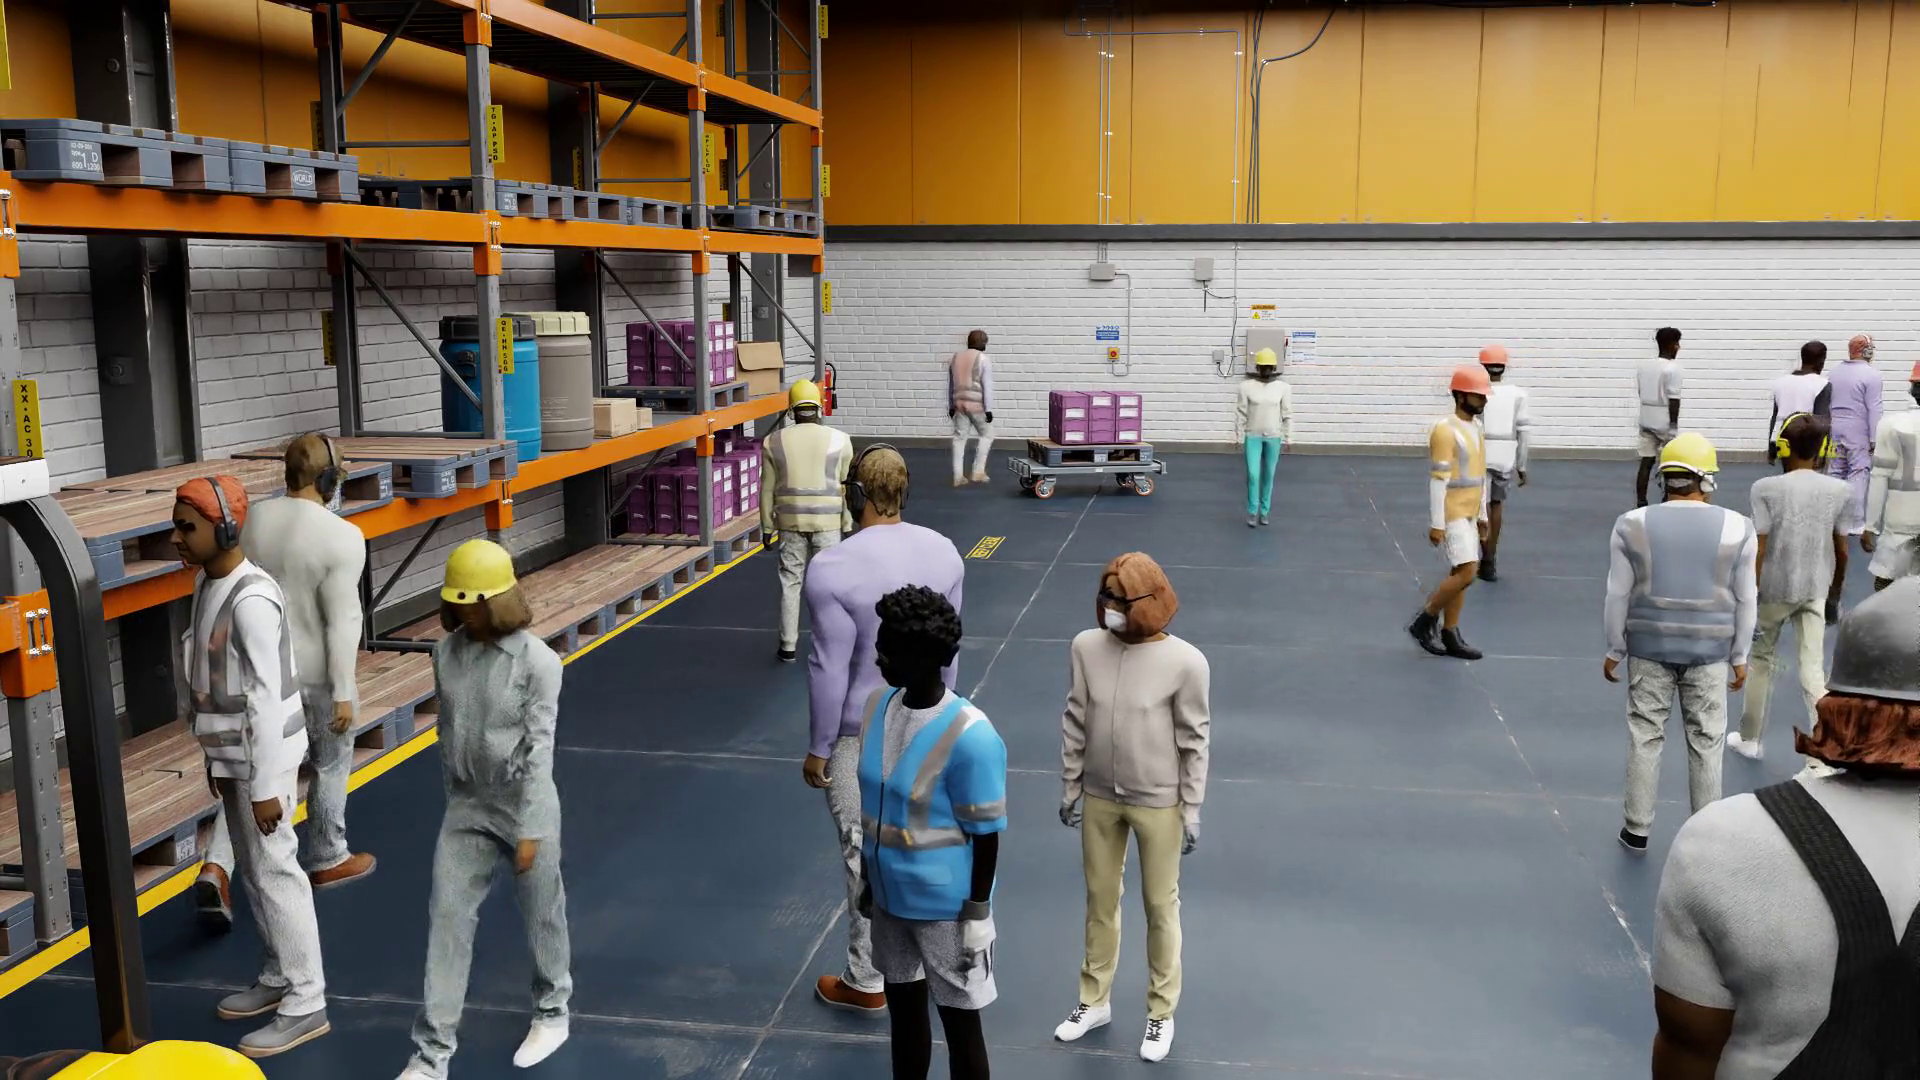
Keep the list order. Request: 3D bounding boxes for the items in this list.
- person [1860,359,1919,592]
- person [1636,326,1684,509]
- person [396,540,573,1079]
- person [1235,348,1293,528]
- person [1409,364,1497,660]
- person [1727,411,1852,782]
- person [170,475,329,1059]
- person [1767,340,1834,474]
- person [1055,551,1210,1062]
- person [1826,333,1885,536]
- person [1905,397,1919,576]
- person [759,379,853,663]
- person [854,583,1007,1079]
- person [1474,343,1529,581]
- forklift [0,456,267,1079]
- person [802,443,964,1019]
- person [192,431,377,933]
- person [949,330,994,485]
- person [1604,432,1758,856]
[{"bbox_3d":[5.770,-0.102,9.935,0.628,2.023,0.624,1,9,4],"label":"person"},{"bbox_3d":[7.053,-1.153,16.610,0.644,1.946,0.620,-3,10,-18],"label":"person"},{"bbox_3d":[-1.448,0.851,5.023,0.488,1.704,0.805,3,10,19],"label":"person"},{"bbox_3d":[2.975,-0.982,16.189,0.547,1.741,0.711,0,9,1],"label":"person"},{"bbox_3d":[3.227,-0.170,10.679,0.392,1.923,0.541,7,12,39],"label":"person"},{"bbox_3d":[4.128,0.279,8.216,0.538,1.827,0.968,1,9,5],"label":"person"},{"bbox_3d":[-2.299,0.718,5.370,0.369,1.873,0.593,-6,11,-35],"label":"person"},{"bbox_3d":[7.471,-0.847,14.942,0.747,1.888,0.623,-3,10,-19],"label":"person"},{"bbox_3d":[0.546,0.840,5.319,0.498,1.633,0.281,6,11,31],"label":"person"},{"bbox_3d":[8.520,-1.000,15.816,0.409,1.913,0.648,-3,10,-15],"label":"person"},{"bbox_3d":[7.537,-0.491,12.824,0.534,1.864,0.309,6,11,33],"label":"person"},{"bbox_3d":[-0.979,-0.115,10.669,0.609,1.821,0.415,0,9,-1],"label":"person"},{"bbox_3d":[-0.094,0.949,4.448,0.322,1.698,0.533,-8,12,-39],"label":"person"},{"bbox_3d":[4.293,-0.644,13.595,0.568,1.913,0.702,0,9,-2],"label":"person"},{"bbox_3d":[-2.328,0.975,2.765,2.313,2.155,1.214,1,9,9],"label":"forklift"},{"bbox_3d":[-0.268,0.638,5.628,0.634,1.939,0.367,-9,13,-43],"label":"person"},{"bbox_3d":[-2.625,0.535,6.412,0.675,1.897,0.901,4,10,21],"label":"person"},{"bbox_3d":[0.153,-1.545,19.466,0.750,1.811,0.646,8,12,40],"label":"person"},{"bbox_3d":[3.056,0.457,7.089,0.589,1.827,0.404,4,10,22],"label":"person"}]
